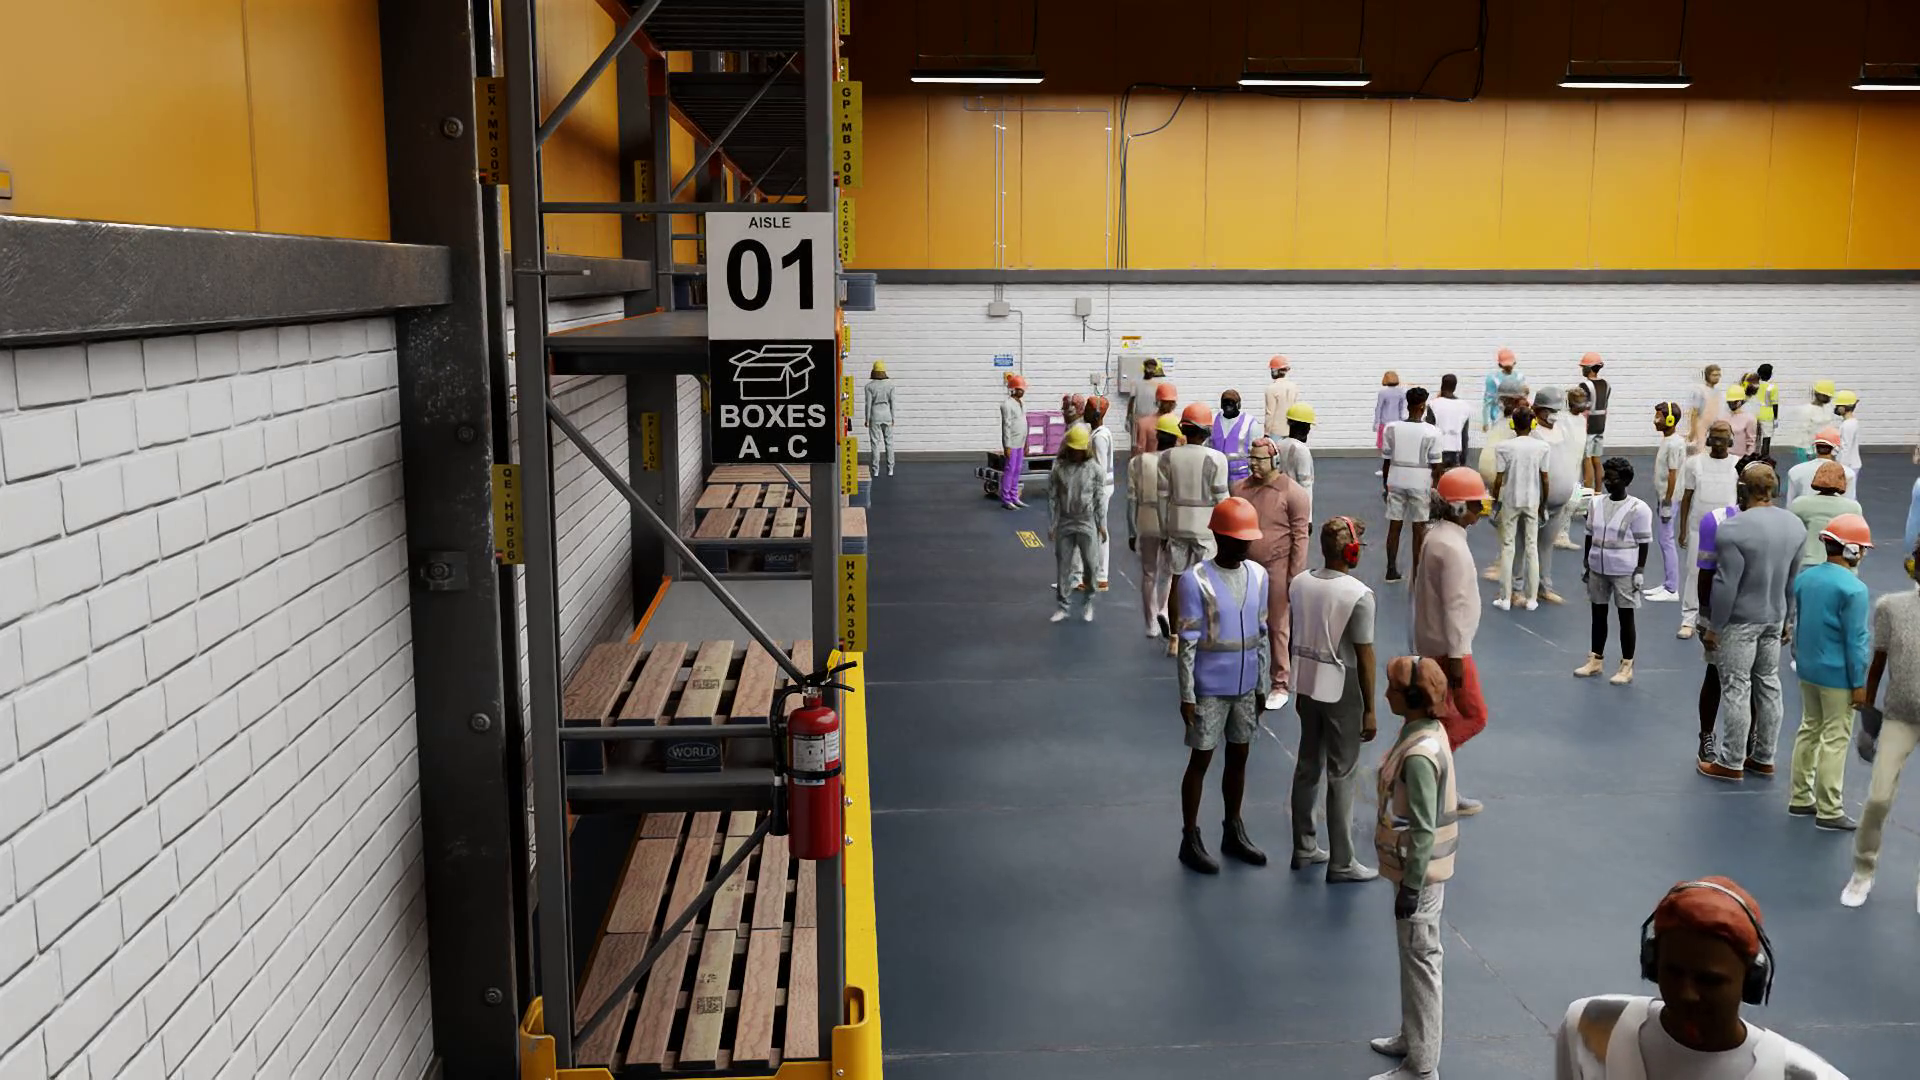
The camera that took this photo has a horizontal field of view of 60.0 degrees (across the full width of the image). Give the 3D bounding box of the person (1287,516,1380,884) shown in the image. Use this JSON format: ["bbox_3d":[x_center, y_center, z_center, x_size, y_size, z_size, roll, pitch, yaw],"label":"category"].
[{"bbox_3d":[1.856,0.797,8.333,0.389,1.843,0.565,-6,11,-31],"label":"person"}]

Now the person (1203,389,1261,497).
[{"bbox_3d":[2.872,-0.689,17.712,0.623,1.835,0.431,5,10,28],"label":"person"}]

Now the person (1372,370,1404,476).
[{"bbox_3d":[6.457,-1.739,24.939,0.514,1.617,0.583,-6,11,-32],"label":"person"}]

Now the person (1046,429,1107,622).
[{"bbox_3d":[1.021,-0.115,14.484,0.552,1.722,0.477,2,9,12],"label":"person"}]

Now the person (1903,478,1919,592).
[{"bbox_3d":[7.619,0.090,12.839,0.605,1.824,0.404,2,9,14],"label":"person"}]

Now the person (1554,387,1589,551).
[{"bbox_3d":[6.684,-0.765,18.195,0.643,1.822,0.437,-8,12,-40],"label":"person"}]

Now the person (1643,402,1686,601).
[{"bbox_3d":[6.603,-0.361,15.550,0.314,1.861,0.510,3,10,20],"label":"person"}]

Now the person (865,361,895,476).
[{"bbox_3d":[-1.218,-1.845,25.228,0.484,1.745,0.297,-3,10,-20],"label":"person"}]

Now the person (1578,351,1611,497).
[{"bbox_3d":[8.197,-1.432,21.696,0.609,2.044,0.397,-7,11,-37],"label":"person"}]

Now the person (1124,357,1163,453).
[{"bbox_3d":[2.726,-1.785,24.547,0.558,1.842,0.632,3,10,18],"label":"person"}]

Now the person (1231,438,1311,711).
[{"bbox_3d":[2.114,0.231,11.684,0.651,1.906,0.409,8,12,43],"label":"person"}]

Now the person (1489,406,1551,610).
[{"bbox_3d":[5.071,-0.288,15.084,0.521,1.865,0.328,1,9,9],"label":"person"}]

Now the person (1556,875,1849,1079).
[{"bbox_3d":[1.434,1.575,3.326,0.574,1.881,0.349,7,12,39],"label":"person"}]

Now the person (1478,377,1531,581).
[{"bbox_3d":[5.442,-0.615,16.580,0.535,2.000,0.687,0,9,-3],"label":"person"}]

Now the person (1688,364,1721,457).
[{"bbox_3d":[10.228,-1.518,22.945,0.507,1.829,0.542,-6,11,-32],"label":"person"}]

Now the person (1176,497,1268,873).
[{"bbox_3d":[1.359,0.734,8.464,0.546,1.928,0.385,-5,10,-28],"label":"person"}]

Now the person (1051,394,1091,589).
[{"bbox_3d":[1.123,-0.475,16.174,0.400,1.893,0.657,3,10,19],"label":"person"}]

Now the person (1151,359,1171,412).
[{"bbox_3d":[3.037,-1.943,25.853,0.492,1.740,0.324,0,9,-1],"label":"person"}]

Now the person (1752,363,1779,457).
[{"bbox_3d":[12.232,-1.841,25.350,0.318,1.699,0.533,-5,10,-28],"label":"person"}]

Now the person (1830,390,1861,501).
[{"bbox_3d":[9.912,-0.799,18.651,0.381,1.756,0.537,5,11,31],"label":"person"}]

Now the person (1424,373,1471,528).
[{"bbox_3d":[5.813,-1.037,19.778,0.652,1.876,0.800,-3,10,-20],"label":"person"}]

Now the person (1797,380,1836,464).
[{"bbox_3d":[10.753,-1.143,20.853,0.547,1.718,0.611,-4,10,-21],"label":"person"}]

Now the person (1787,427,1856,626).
[{"bbox_3d":[7.389,-0.101,14.277,0.344,1.744,0.562,-7,12,-39],"label":"person"}]

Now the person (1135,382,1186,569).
[{"bbox_3d":[2.106,-0.667,17.223,0.633,1.947,1.016,-4,10,-26],"label":"person"}]

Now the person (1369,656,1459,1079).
[{"bbox_3d":[1.696,1.235,6.217,0.310,1.638,0.522,3,9,16],"label":"person"}]

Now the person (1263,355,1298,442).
[{"bbox_3d":[4.154,-1.415,21.745,0.624,1.992,0.386,-8,12,-42],"label":"person"}]

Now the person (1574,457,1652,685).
[{"bbox_3d":[4.862,0.227,12.371,0.319,1.695,0.539,-6,11,-33],"label":"person"}]

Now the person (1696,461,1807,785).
[{"bbox_3d":[4.722,0.493,9.943,0.635,1.937,0.359,-3,10,-21],"label":"person"}]

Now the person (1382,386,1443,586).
[{"bbox_3d":[4.422,-0.526,16.299,0.598,1.958,0.372,6,11,32],"label":"person"}]

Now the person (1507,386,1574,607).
[{"bbox_3d":[5.350,-0.402,15.241,0.688,2.000,0.536,-5,10,-26],"label":"person"}]

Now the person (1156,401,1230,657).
[{"bbox_3d":[1.851,-0.071,13.153,0.605,2.045,0.381,5,11,31],"label":"person"}]

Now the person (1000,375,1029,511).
[{"bbox_3d":[0.728,-1.266,21.563,0.342,1.748,0.573,4,10,24],"label":"person"}]

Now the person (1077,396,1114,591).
[{"bbox_3d":[1.302,-0.446,16.010,0.356,1.885,0.574,0,9,2],"label":"person"}]

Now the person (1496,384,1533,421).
[{"bbox_3d":[7.243,-1.217,21.634,0.681,1.639,0.371,5,10,28],"label":"person"}]

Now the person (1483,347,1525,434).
[{"bbox_3d":[7.815,-1.761,23.856,0.656,2.013,0.714,-3,9,-17],"label":"person"}]

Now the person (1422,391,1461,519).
[{"bbox_3d":[6.021,-1.066,20.791,0.508,1.599,0.813,0,9,1],"label":"person"}]

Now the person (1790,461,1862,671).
[{"bbox_3d":[6.566,0.211,12.666,0.507,1.632,0.264,7,11,36],"label":"person"}]

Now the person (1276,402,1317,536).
[{"bbox_3d":[2.947,-0.251,14.659,0.375,1.924,0.585,-3,9,-17],"label":"person"}]

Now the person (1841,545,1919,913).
[{"bbox_3d":[4.539,0.882,7.846,0.535,1.837,0.481,6,11,32],"label":"person"}]

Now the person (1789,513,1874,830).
[{"bbox_3d":[4.806,0.718,9.153,0.344,1.740,0.566,-1,9,-4],"label":"person"}]

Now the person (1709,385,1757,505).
[{"bbox_3d":[8.967,-0.919,19.350,0.312,1.768,0.524,-7,12,-39],"label":"person"}]

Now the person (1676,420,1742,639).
[{"bbox_3d":[6.239,-0.074,13.799,0.514,1.844,0.339,4,10,26],"label":"person"}]

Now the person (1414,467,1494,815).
[{"bbox_3d":[2.722,0.579,9.246,0.440,1.983,0.638,1,9,5],"label":"person"}]

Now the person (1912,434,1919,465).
[{"bbox_3d":[11.866,-1.003,20.005,0.525,1.726,0.863,-1,9,-5],"label":"person"}]

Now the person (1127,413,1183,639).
[{"bbox_3d":[1.656,-0.095,13.736,0.593,1.907,0.606,3,10,20],"label":"person"}]

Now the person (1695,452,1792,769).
[{"bbox_3d":[4.808,0.439,10.195,0.606,1.966,0.367,-1,9,-4],"label":"person"}]
